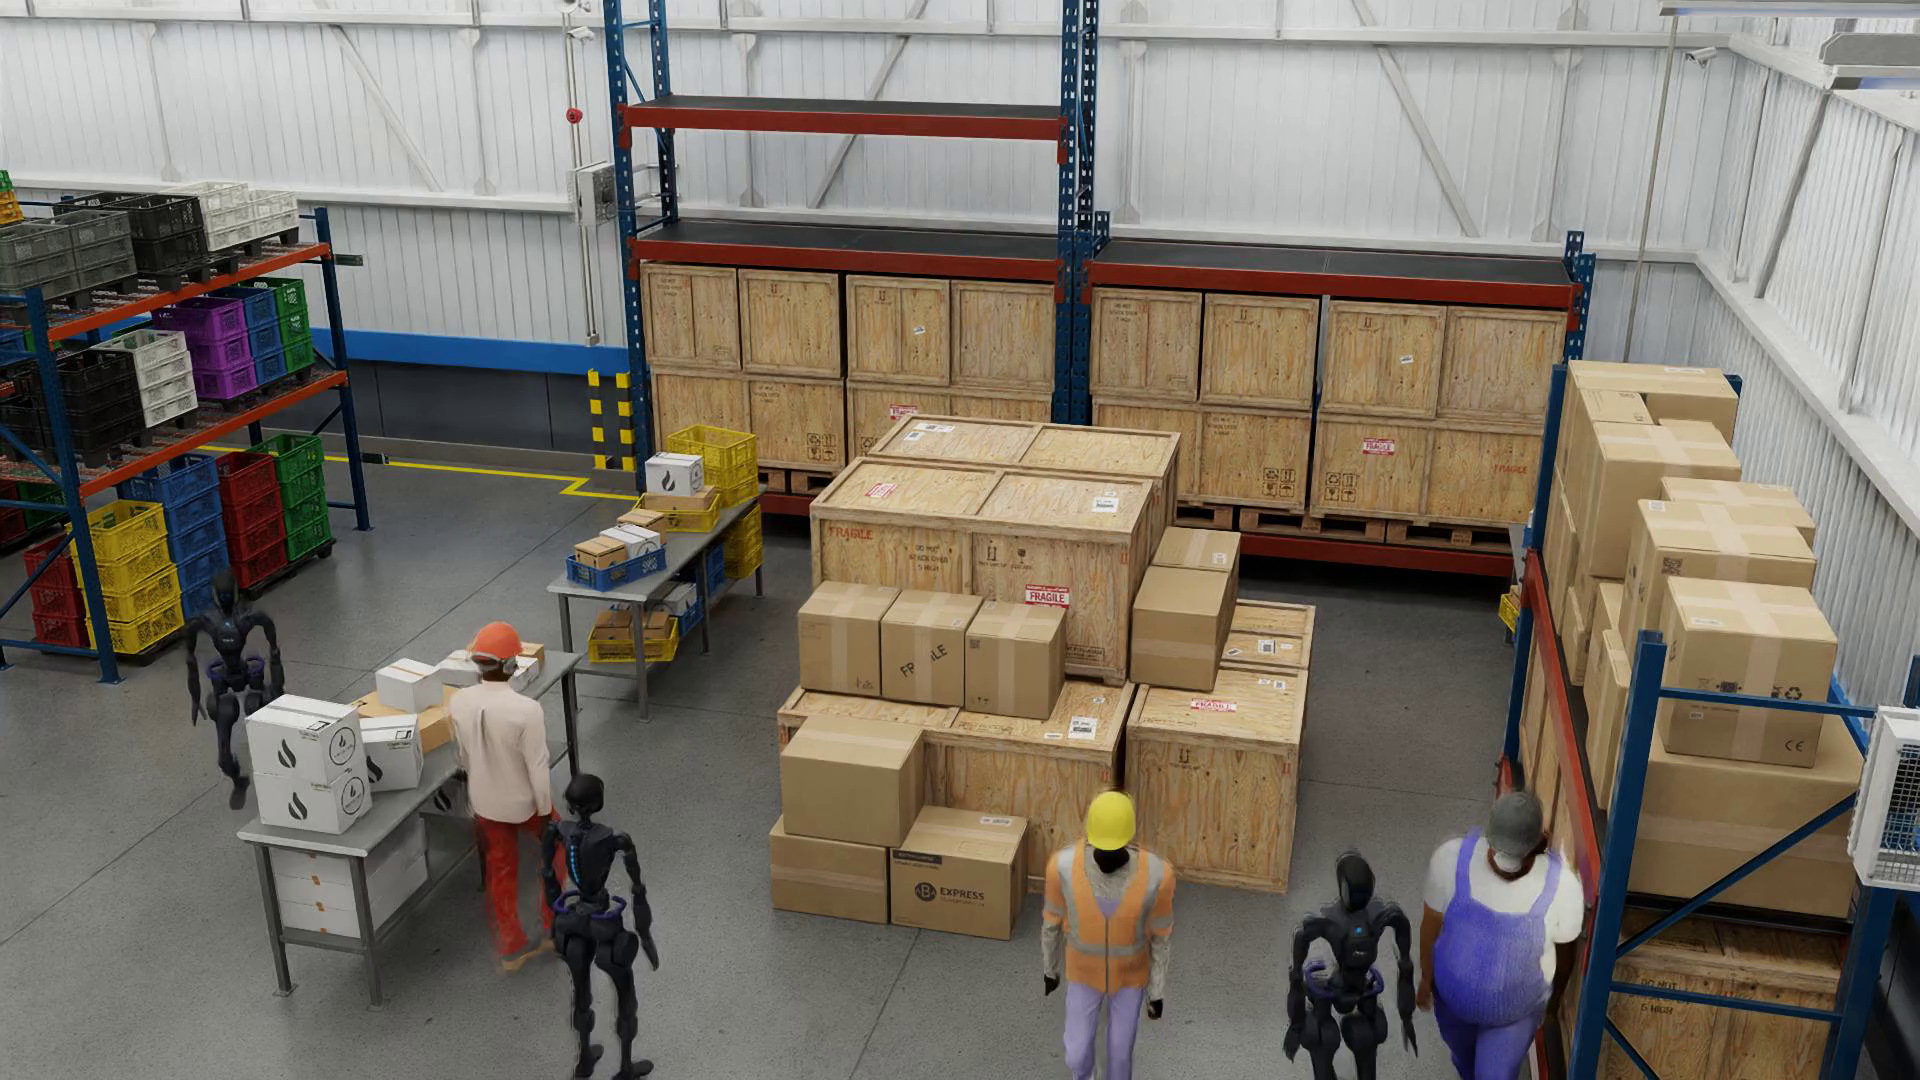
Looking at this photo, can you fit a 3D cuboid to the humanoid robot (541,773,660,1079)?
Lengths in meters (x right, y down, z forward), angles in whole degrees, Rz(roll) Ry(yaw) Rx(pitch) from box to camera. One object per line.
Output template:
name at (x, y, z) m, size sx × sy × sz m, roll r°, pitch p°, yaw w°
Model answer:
humanoid robot at (-1.767, 1.890, 8.123) m, size 0.631 × 1.657 × 0.336 m, roll 7°, pitch 22°, yaw 17°

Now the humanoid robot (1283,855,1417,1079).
humanoid robot at (1.758, 2.110, 7.560) m, size 0.605 × 1.637 × 0.541 m, roll -3°, pitch 21°, yaw -7°

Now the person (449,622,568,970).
person at (-2.412, 1.373, 9.076) m, size 0.629 × 1.962 × 0.665 m, roll 8°, pitch 22°, yaw 20°

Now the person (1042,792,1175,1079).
person at (0.667, 1.963, 7.605) m, size 0.590 × 1.913 × 0.485 m, roll 2°, pitch 21°, yaw 5°

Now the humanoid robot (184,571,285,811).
humanoid robot at (-4.561, 0.980, 10.503) m, size 0.588 × 1.656 × 0.392 m, roll -8°, pitch 22°, yaw -19°

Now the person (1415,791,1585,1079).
person at (2.426, 1.925, 7.531) m, size 0.673 × 2.000 × 0.983 m, roll 12°, pitch 24°, yaw 29°
